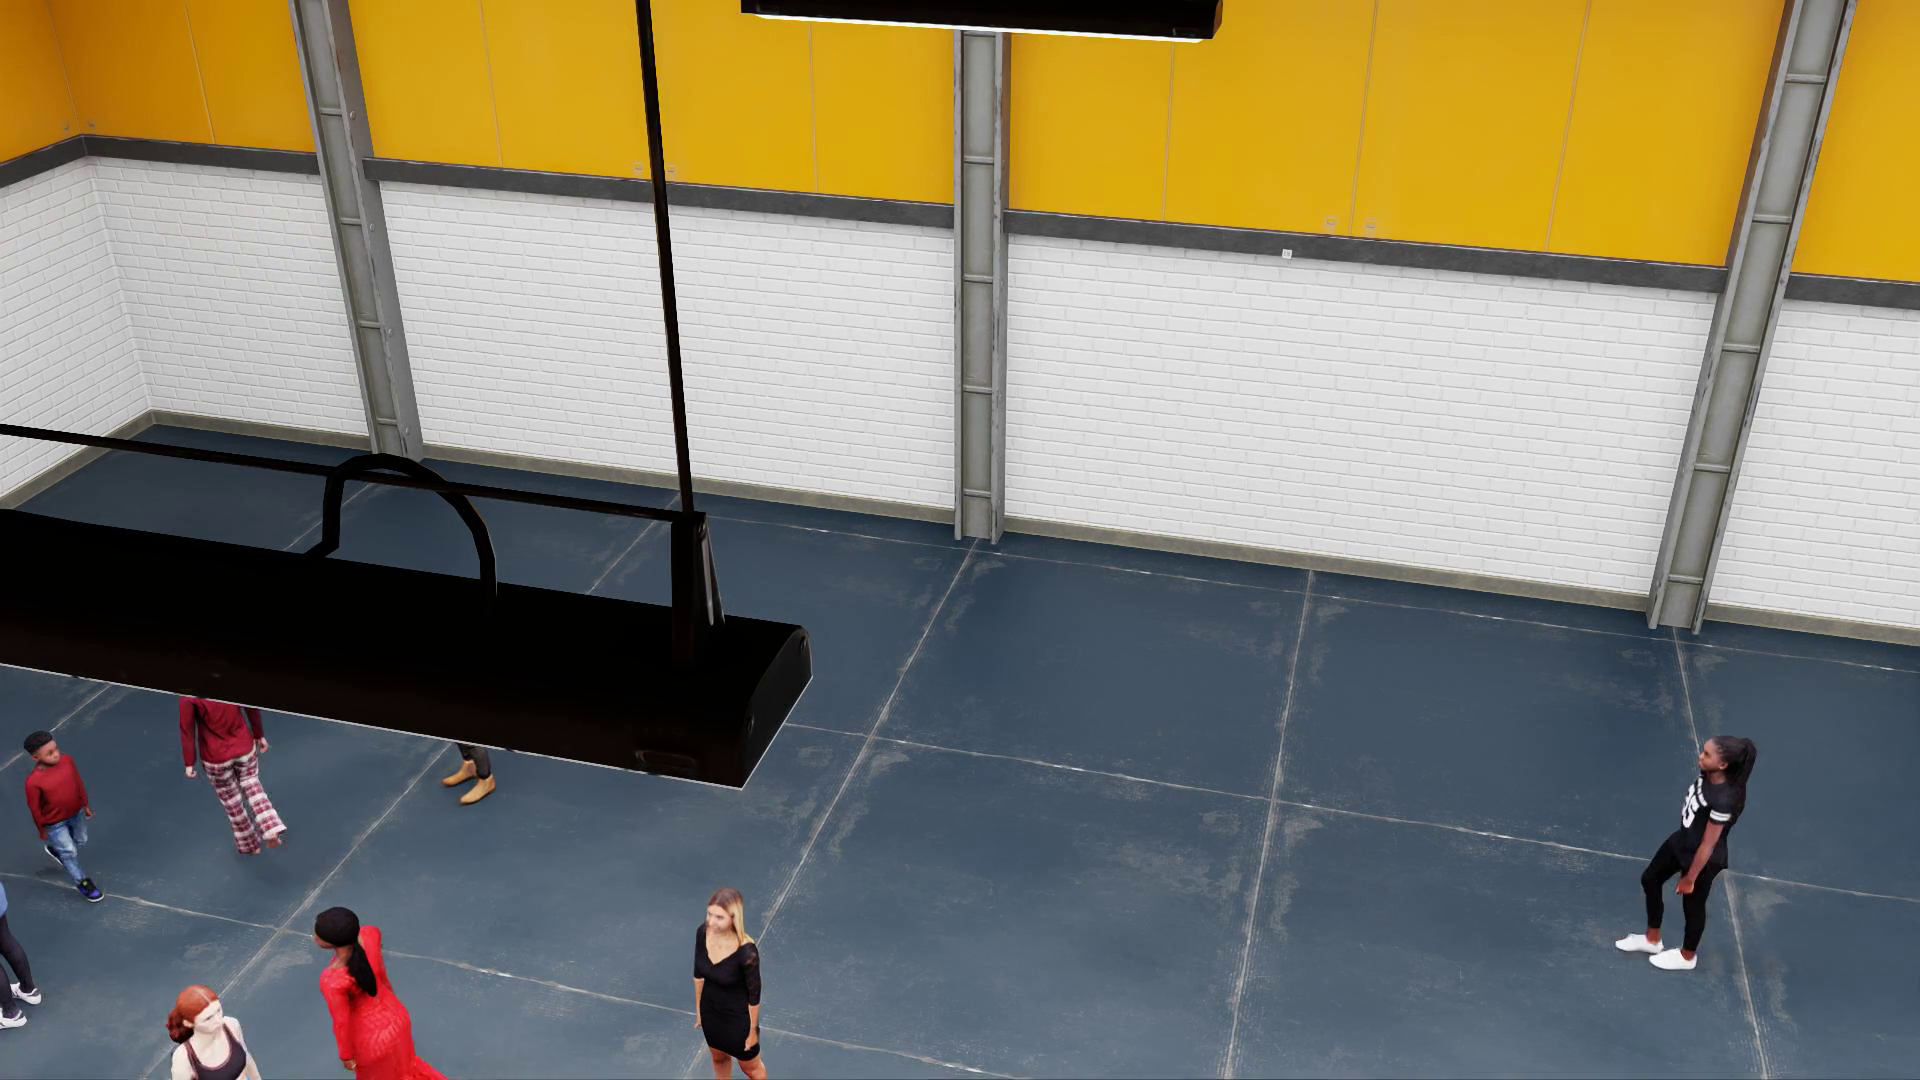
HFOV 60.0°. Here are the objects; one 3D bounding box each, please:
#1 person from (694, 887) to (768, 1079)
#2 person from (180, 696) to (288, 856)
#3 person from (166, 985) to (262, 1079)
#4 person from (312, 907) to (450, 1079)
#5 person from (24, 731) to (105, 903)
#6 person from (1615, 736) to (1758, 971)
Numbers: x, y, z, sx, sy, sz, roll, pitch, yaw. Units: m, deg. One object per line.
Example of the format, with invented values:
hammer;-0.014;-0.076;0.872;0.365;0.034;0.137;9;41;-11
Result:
person;-1.216;2.522;8.833;0.487;1.677;0.654;16;33;27
person;-4.748;1.392;10.888;0.860;1.694;0.820;22;35;34
person;-3.622;2.858;8.120;0.650;1.780;0.601;10;30;18
person;-2.955;2.588;8.636;0.845;1.761;0.627;8;30;14
person;-5.838;1.749;10.709;0.786;1.239;0.572;12;31;21
person;4.482;1.894;9.941;0.744;1.720;0.682;3;29;5
